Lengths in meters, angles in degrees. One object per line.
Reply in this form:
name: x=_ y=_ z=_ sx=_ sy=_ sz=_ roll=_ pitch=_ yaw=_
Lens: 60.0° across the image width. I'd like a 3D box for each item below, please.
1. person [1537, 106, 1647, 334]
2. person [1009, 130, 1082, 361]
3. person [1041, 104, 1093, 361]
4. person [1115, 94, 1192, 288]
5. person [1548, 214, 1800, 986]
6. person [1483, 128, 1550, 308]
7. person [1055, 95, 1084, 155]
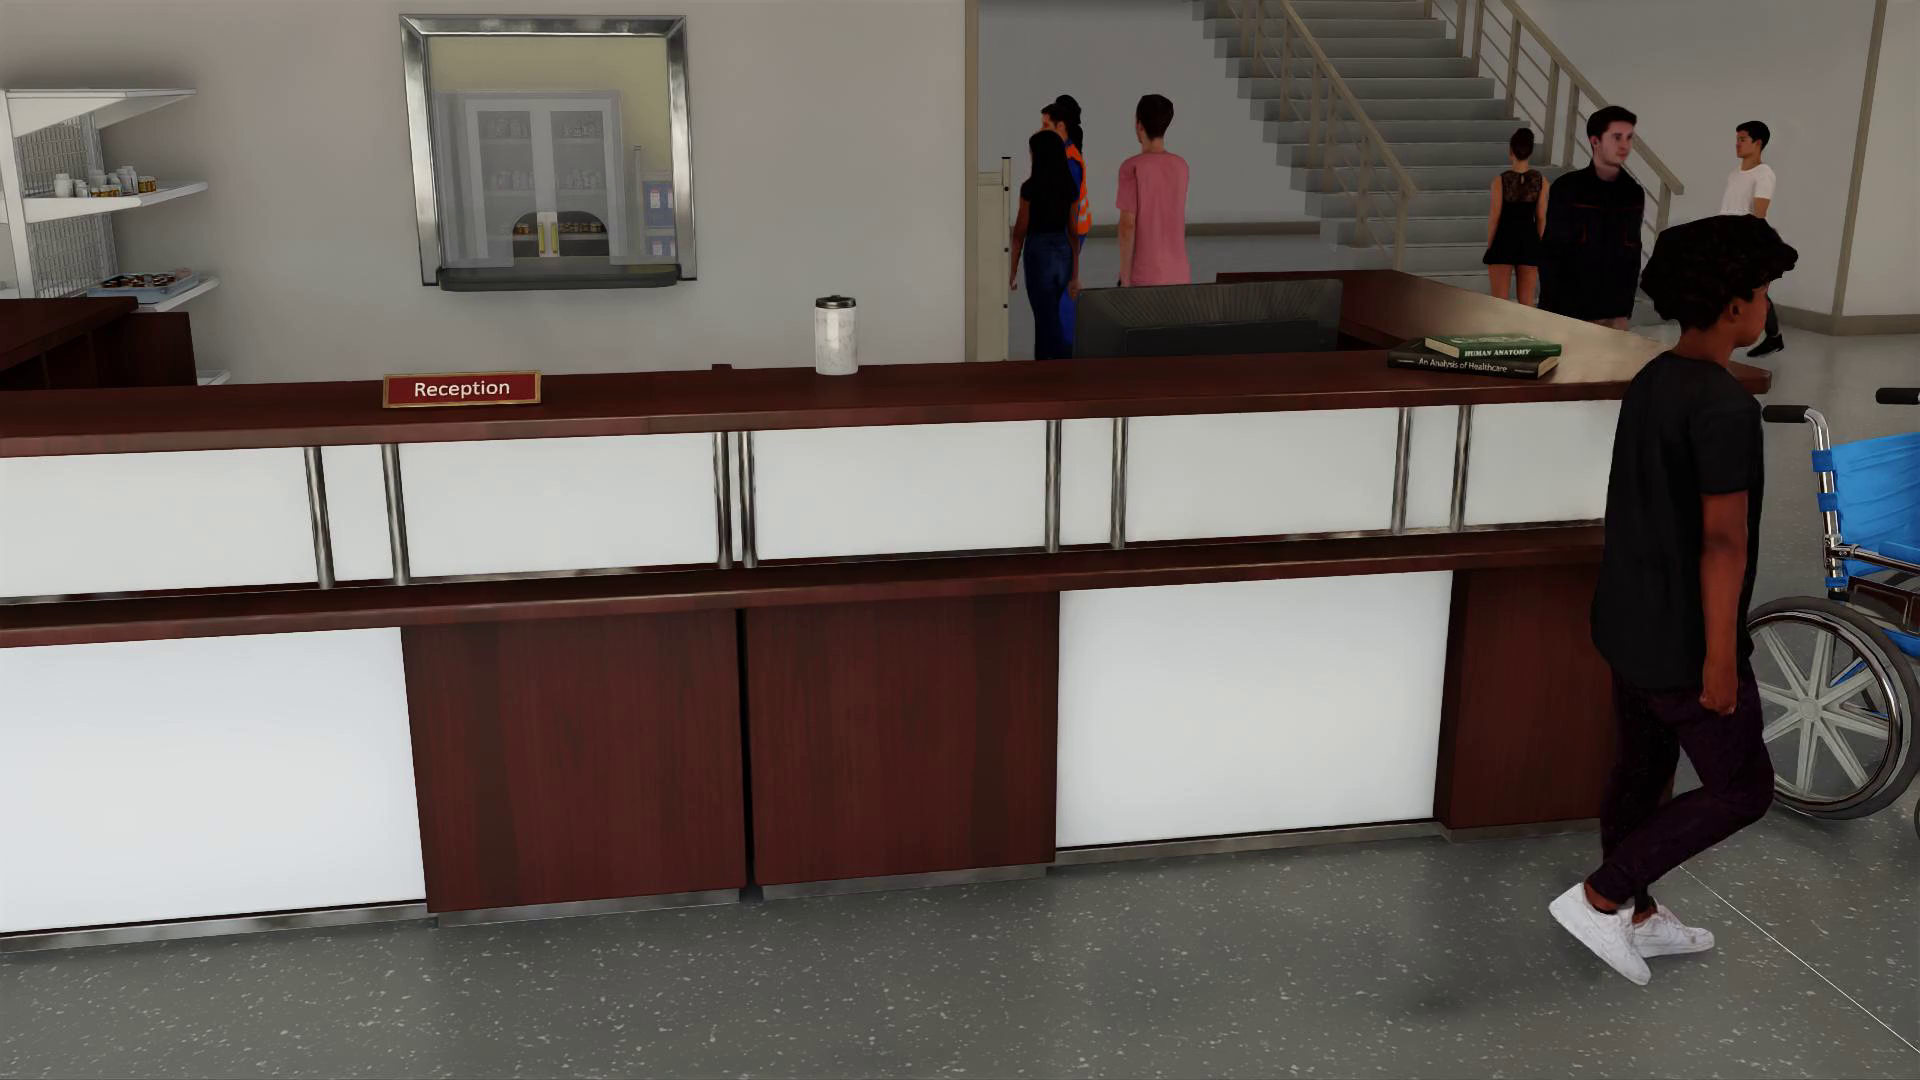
person: x=2.813 y=-1.001 z=7.654 sx=0.708 sy=1.904 sz=1.120 roll=-2 pitch=16 yaw=-8
person: x=0.568 y=-1.554 z=10.022 sx=0.844 sy=1.684 sz=1.233 roll=-9 pitch=18 yaw=-28
person: x=0.768 y=-2.192 z=11.993 sx=0.761 sy=1.843 sz=0.565 roll=-3 pitch=16 yaw=-12
person: x=1.086 y=-1.350 z=8.853 sx=0.895 sy=1.924 sz=1.149 roll=-9 pitch=18 yaw=-30
person: x=1.551 y=0.168 z=3.751 sx=0.728 sy=1.773 sz=0.657 roll=-1 pitch=16 yaw=-4
person: x=3.997 y=-2.107 z=11.996 sx=0.620 sy=1.677 sz=0.613 roll=0 pitch=16 yaw=1
person: x=1.169 y=-3.895 z=18.046 sx=0.775 sy=1.822 sz=0.711 roll=10 pitch=19 yaw=32
